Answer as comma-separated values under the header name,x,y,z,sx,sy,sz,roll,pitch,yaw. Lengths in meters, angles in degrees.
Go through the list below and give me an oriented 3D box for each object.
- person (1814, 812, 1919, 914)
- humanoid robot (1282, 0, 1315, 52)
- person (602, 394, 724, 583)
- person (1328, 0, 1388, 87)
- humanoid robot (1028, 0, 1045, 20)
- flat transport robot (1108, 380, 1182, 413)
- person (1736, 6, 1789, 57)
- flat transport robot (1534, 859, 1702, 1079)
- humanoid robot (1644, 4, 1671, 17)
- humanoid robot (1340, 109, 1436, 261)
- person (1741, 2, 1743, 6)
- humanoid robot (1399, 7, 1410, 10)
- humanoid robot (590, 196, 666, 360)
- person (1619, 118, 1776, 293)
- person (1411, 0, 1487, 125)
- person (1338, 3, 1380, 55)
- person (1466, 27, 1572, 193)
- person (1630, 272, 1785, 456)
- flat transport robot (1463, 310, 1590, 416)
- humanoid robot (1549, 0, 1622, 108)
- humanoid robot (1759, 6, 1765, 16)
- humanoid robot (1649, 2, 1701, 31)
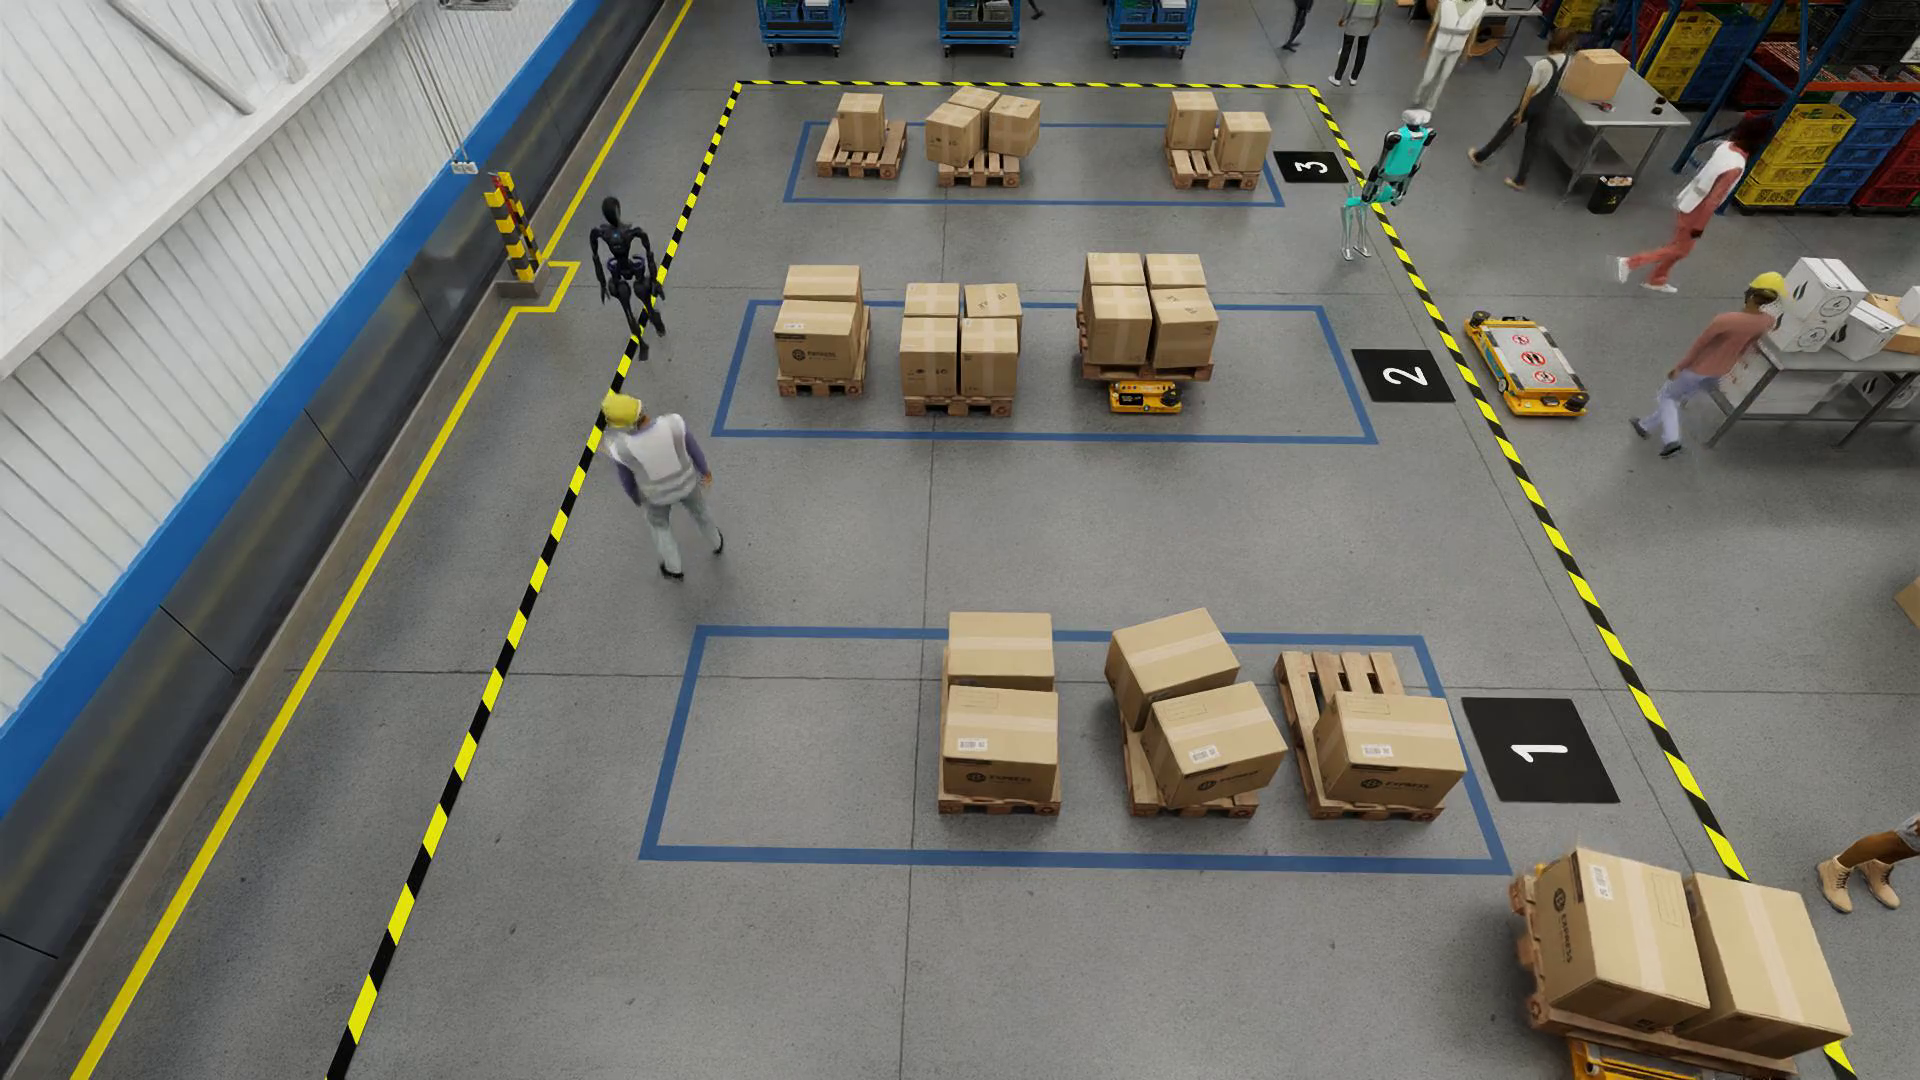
name,x,y,z,sx,sy,sz,roll,pitch,yaw
person,5.654,1.534,5.040,0.603,2.034,0.383,-2,49,-2
humanoid robot,5.178,-8.240,13.730,0.346,1.649,0.590,-4,49,-3
person,-2.192,-0.421,6.898,0.657,1.786,0.412,-24,53,-19
person,5.635,-7.374,12.871,0.589,1.848,0.404,0,49,0
humanoid robot,0.979,-9.185,14.597,0.823,1.638,0.604,-1,49,-1
flat transport robot,1.773,-1.807,9.079,0.652,0.197,1.431,1,49,1
person,12.054,-7.974,13.395,0.525,1.851,0.365,4,49,3
flat transport robot,3.810,2.601,5.263,0.652,0.197,1.431,9,50,8
humanoid robot,10.026,-7.601,13.052,0.735,1.677,0.533,26,54,21
humanoid robot,4.462,-3.852,9.804,0.533,1.681,0.735,-11,50,-9
person,13.171,-9.796,14.965,0.322,1.861,0.493,23,53,19
humanoid robot,7.891,-9.570,14.874,1.002,1.771,0.530,-8,50,-7
humanoid robot,-3.180,-2.536,8.799,0.599,1.636,0.497,-7,50,-6
person,7.509,-3.393,9.399,0.623,1.898,0.588,17,51,14
person,6.431,-6.458,12.087,0.574,1.829,0.460,10,50,9
person,6.094,-8.081,13.557,0.484,1.735,0.306,22,52,18
person,6.846,-5.223,11.045,0.514,1.791,0.977,-11,50,-9
person,6.390,-1.450,7.828,0.555,1.724,0.617,-3,49,-2
flat transport robot,5.573,-1.757,9.054,0.659,0.231,1.431,1,49,1
humanoid robot,8.478,-6.526,12.265,0.722,1.635,0.603,30,56,23
humanoid robot,12.216,-8.157,13.667,0.601,1.643,0.376,-28,55,-22
humanoid robot,10.509,-7.895,13.395,0.896,1.765,0.571,1,49,1
